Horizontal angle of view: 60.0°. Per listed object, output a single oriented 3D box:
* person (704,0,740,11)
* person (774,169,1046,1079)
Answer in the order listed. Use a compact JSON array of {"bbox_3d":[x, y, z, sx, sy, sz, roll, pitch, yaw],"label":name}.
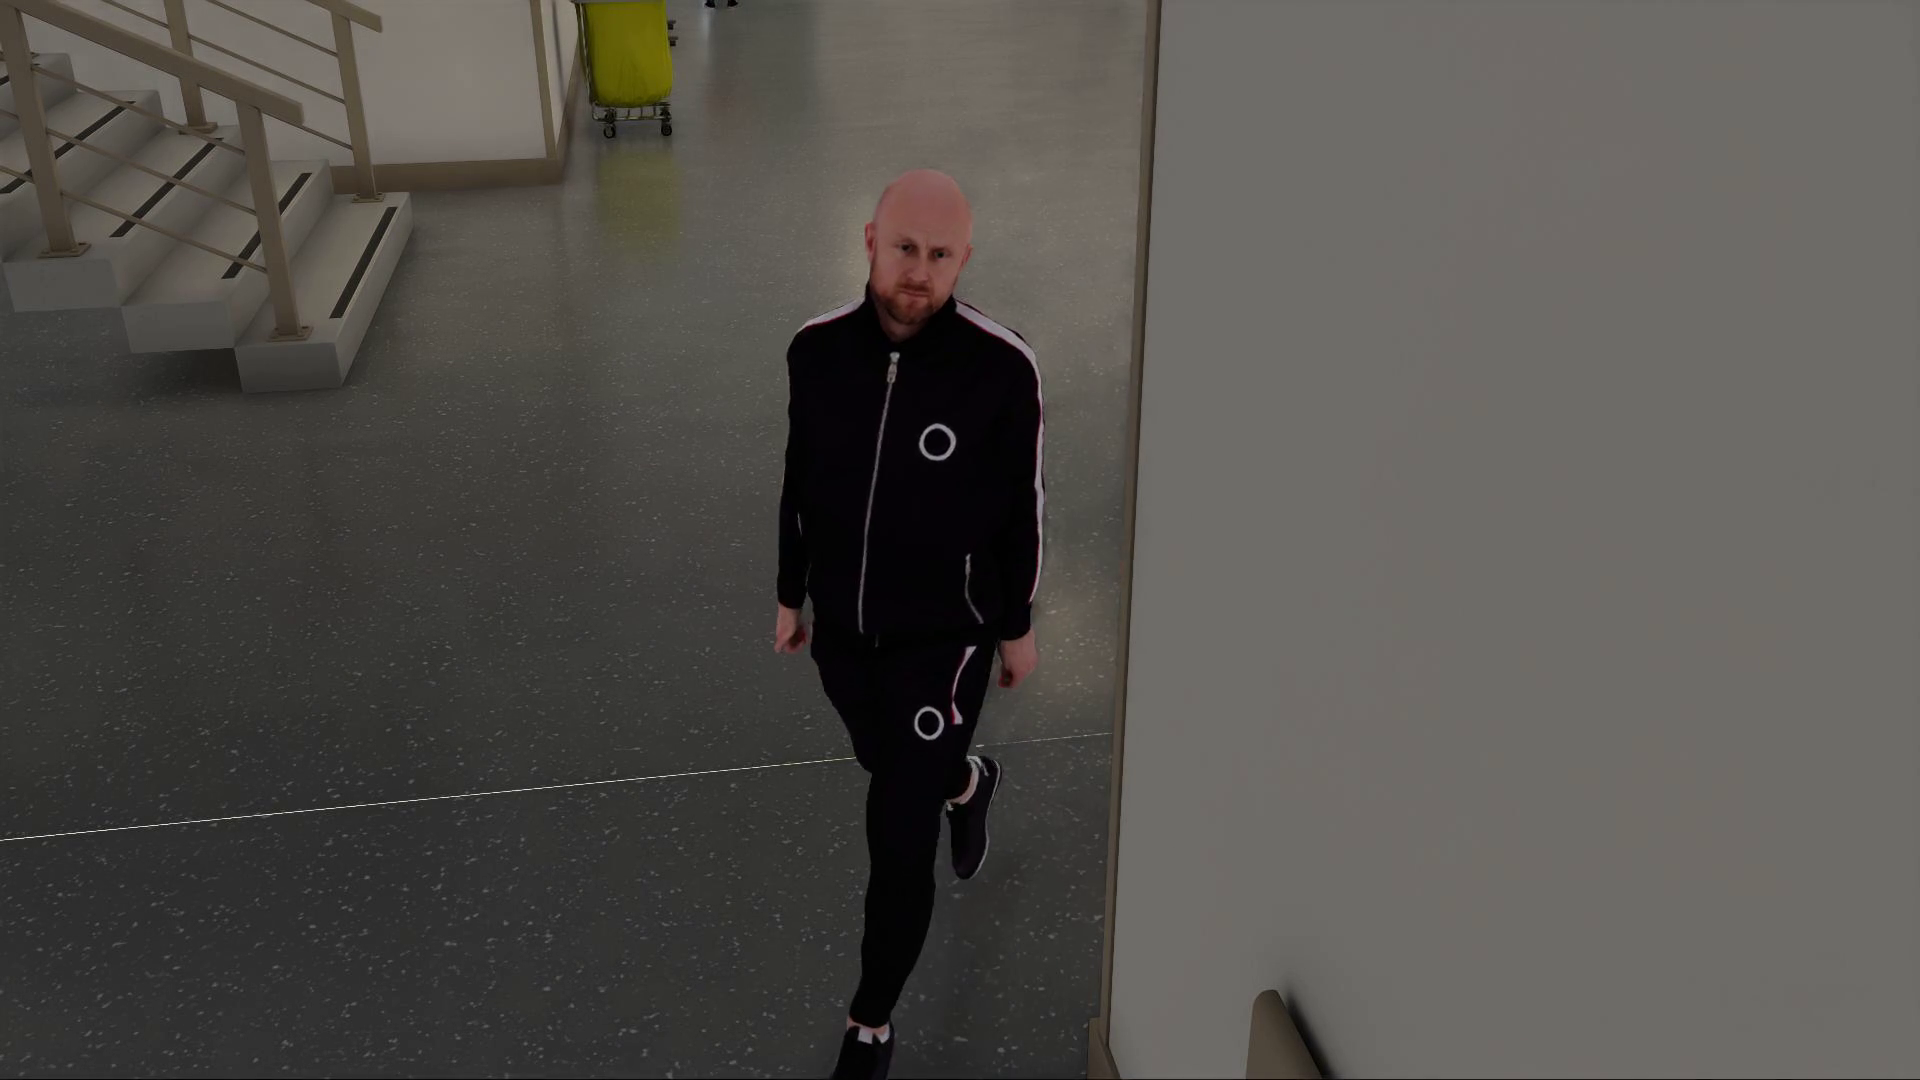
[{"bbox_3d":[-2.443,-6.225,16.561,0.453,1.770,0.659,-4,26,-8],"label":"person"},{"bbox_3d":[-0.064,0.161,3.297,1.279,1.790,1.220,12,28,23],"label":"person"}]
